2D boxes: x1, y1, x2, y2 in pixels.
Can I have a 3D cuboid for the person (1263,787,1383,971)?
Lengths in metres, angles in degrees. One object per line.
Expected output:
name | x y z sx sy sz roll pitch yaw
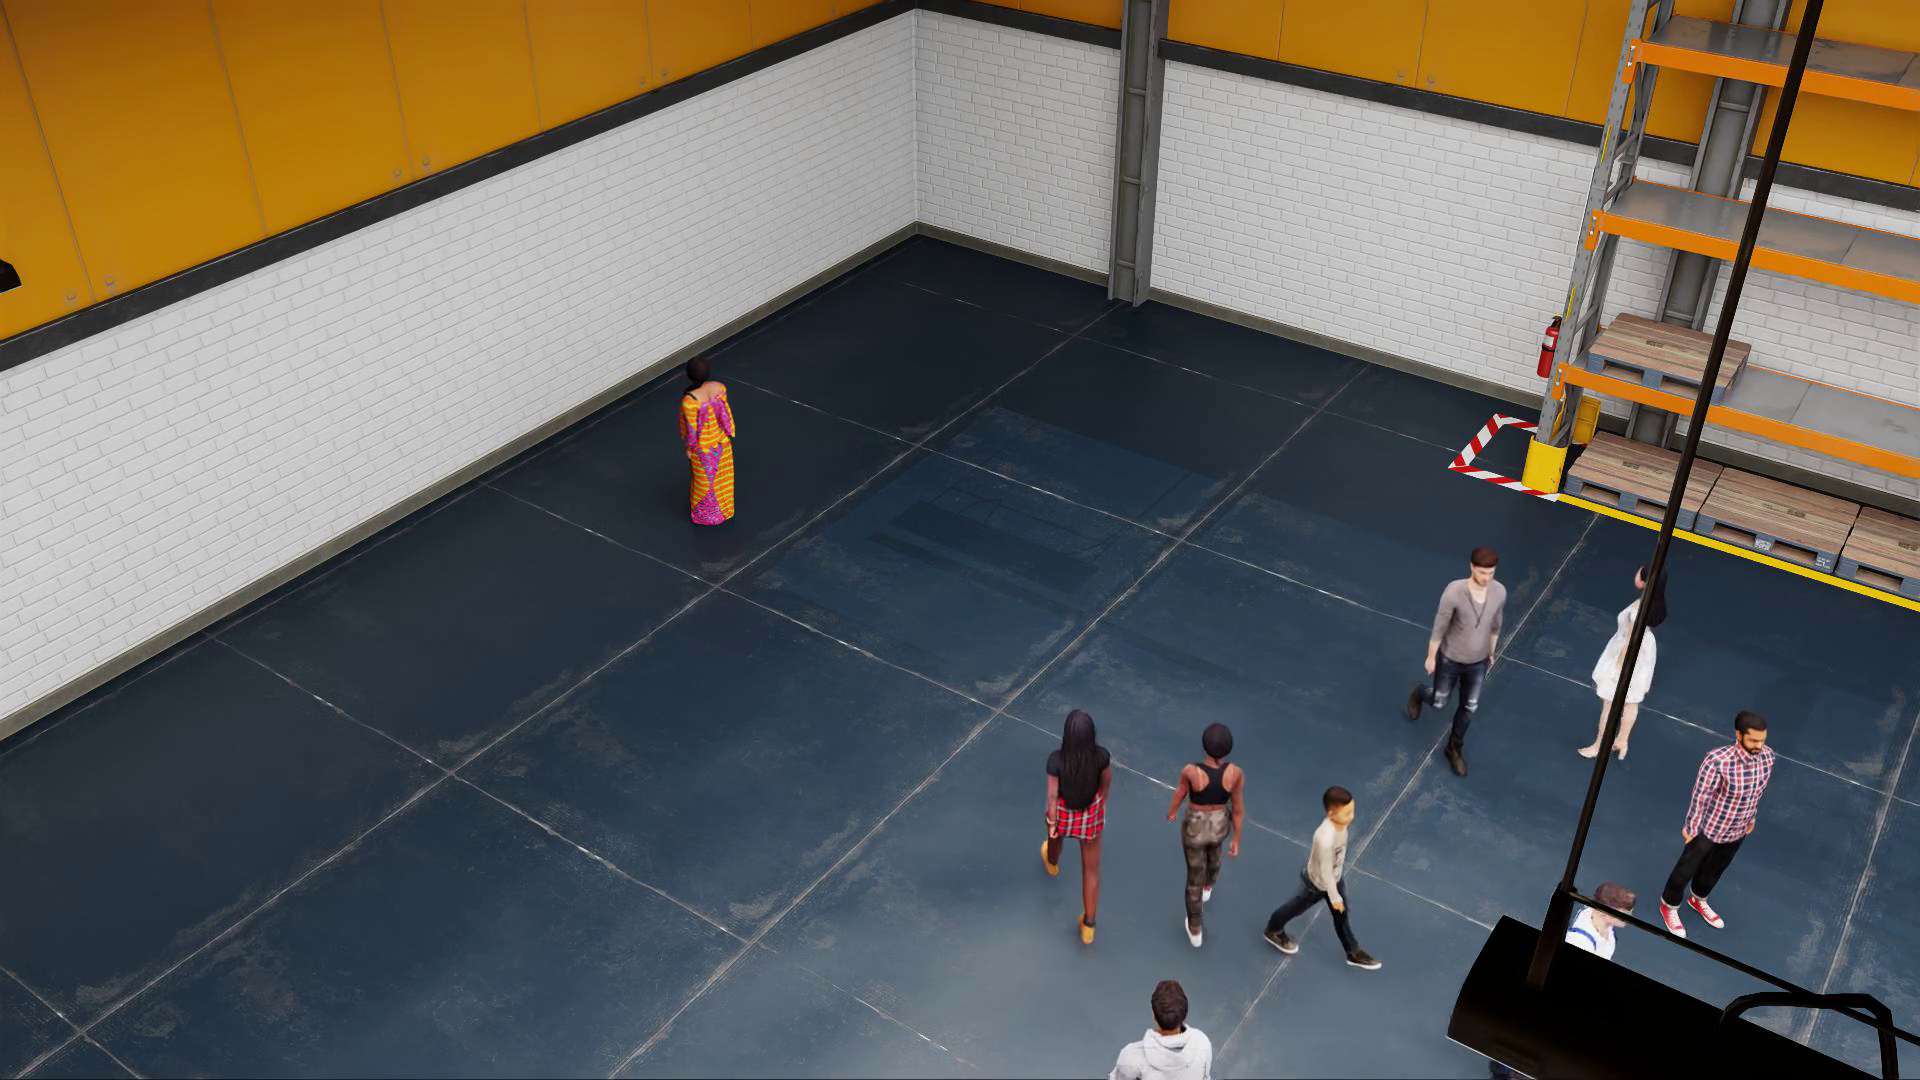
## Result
person | 2.262 2.165 10.732 0.990 1.426 0.543 22 39 29

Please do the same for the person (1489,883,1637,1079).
person | 3.462 2.618 9.709 1.176 1.805 0.688 24 40 31

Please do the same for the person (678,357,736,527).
person | -2.333 -0.941 15.171 0.640 1.686 0.635 23 40 30

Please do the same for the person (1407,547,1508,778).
person | 3.697 0.813 12.352 1.067 1.885 1.118 -5 34 -8

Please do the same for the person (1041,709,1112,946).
person | 0.788 1.893 10.916 1.145 1.676 1.218 -6 34 -9

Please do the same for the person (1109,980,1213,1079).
person | 1.096 3.162 8.808 1.022 1.896 1.164 -13 36 -19

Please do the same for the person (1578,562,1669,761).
person | 4.959 0.918 12.293 0.684 1.775 0.674 -29 43 -36

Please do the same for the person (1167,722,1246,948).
person | 1.609 1.966 10.811 0.933 1.670 0.953 -2 34 -4

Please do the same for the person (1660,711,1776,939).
person | 4.993 1.841 10.917 0.773 1.761 0.807 -9 35 -14
